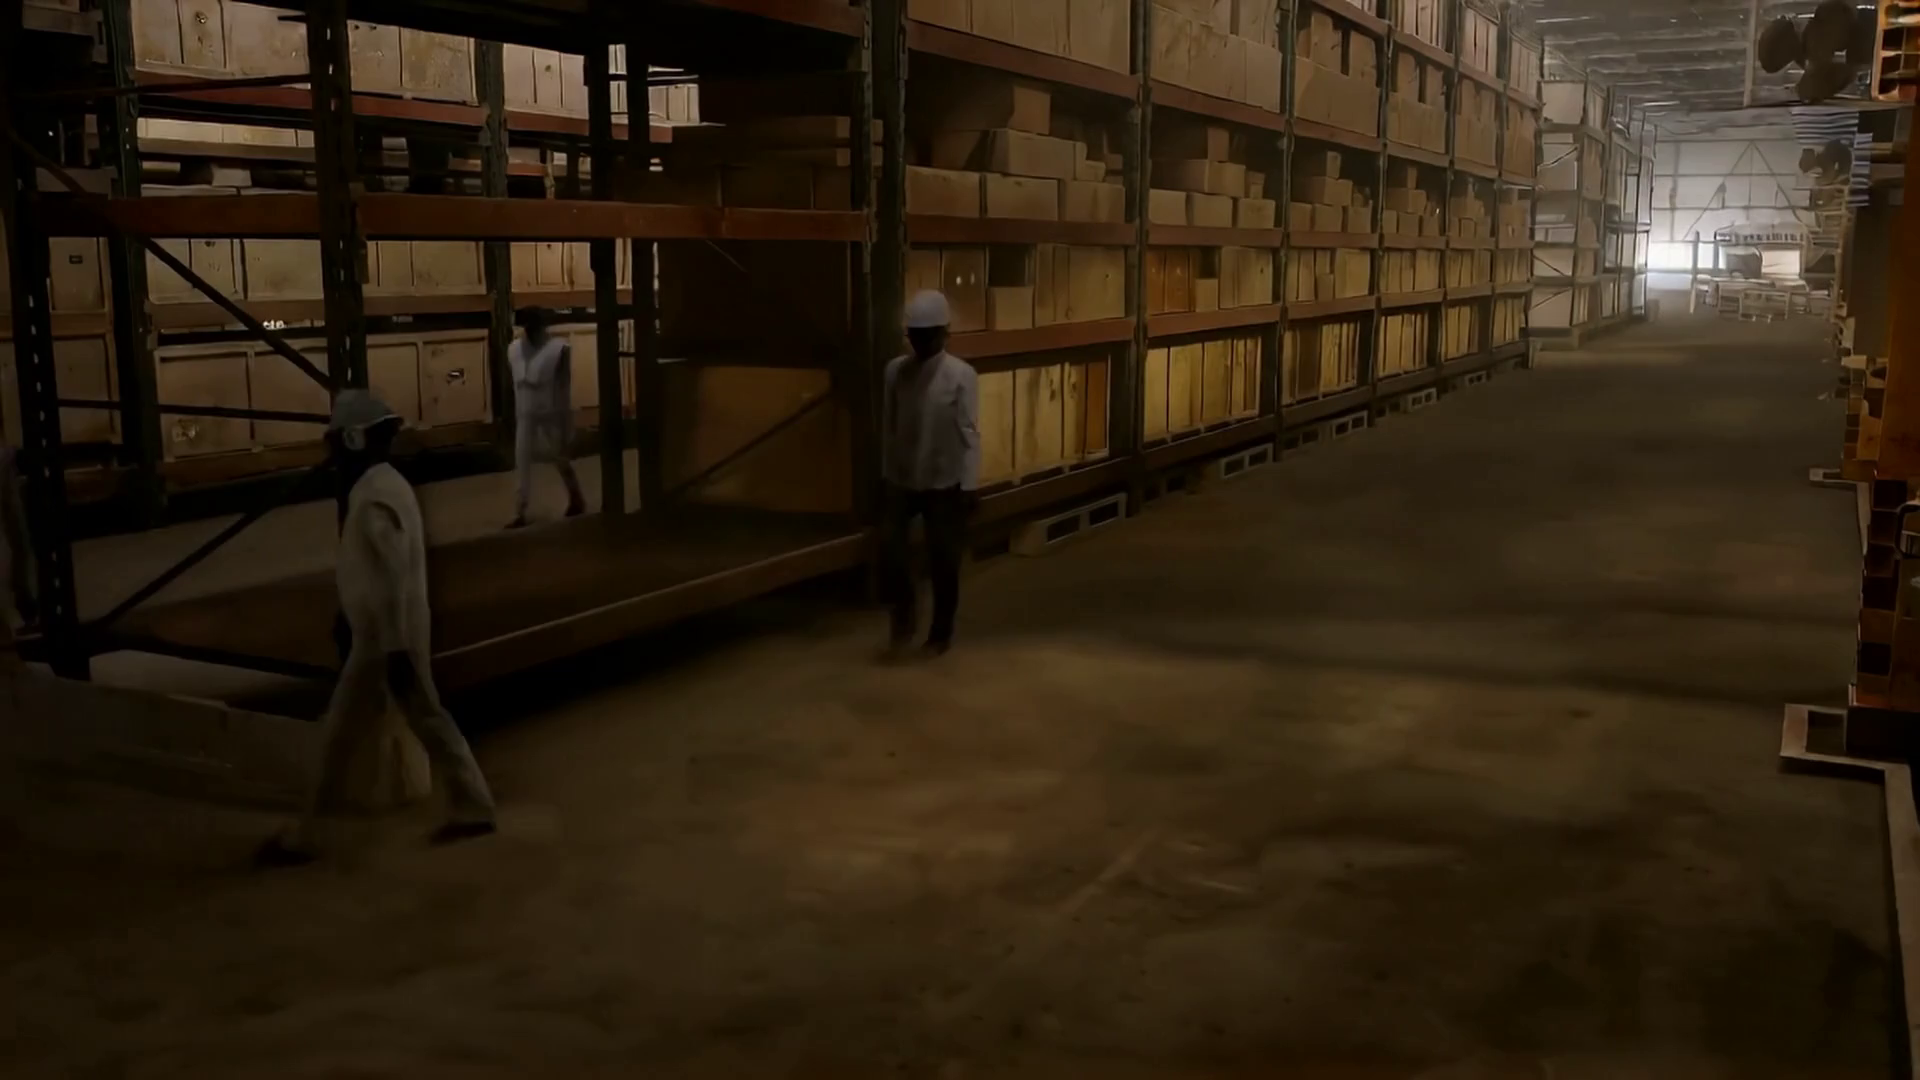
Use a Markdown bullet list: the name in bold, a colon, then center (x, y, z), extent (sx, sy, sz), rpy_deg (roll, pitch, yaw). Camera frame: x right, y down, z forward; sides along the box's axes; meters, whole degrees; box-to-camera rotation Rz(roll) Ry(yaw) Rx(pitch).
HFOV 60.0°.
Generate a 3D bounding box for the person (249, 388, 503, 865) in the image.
- **person**: center (-2.092, 0.311, 5.971), extent (0.869, 1.699, 0.575), rpy_deg (-2, 10, -11)

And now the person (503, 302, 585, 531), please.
- **person**: center (-3.321, -1.002, 13.272), extent (0.584, 1.803, 0.968), rpy_deg (4, 10, 20)

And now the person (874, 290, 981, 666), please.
- **person**: center (-0.204, -0.301, 8.673), extent (0.653, 1.979, 0.573), rpy_deg (6, 11, 31)

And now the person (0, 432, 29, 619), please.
- **person**: center (-4.063, 0.155, 6.401), extent (0.966, 1.860, 0.673), rpy_deg (5, 11, 29)
